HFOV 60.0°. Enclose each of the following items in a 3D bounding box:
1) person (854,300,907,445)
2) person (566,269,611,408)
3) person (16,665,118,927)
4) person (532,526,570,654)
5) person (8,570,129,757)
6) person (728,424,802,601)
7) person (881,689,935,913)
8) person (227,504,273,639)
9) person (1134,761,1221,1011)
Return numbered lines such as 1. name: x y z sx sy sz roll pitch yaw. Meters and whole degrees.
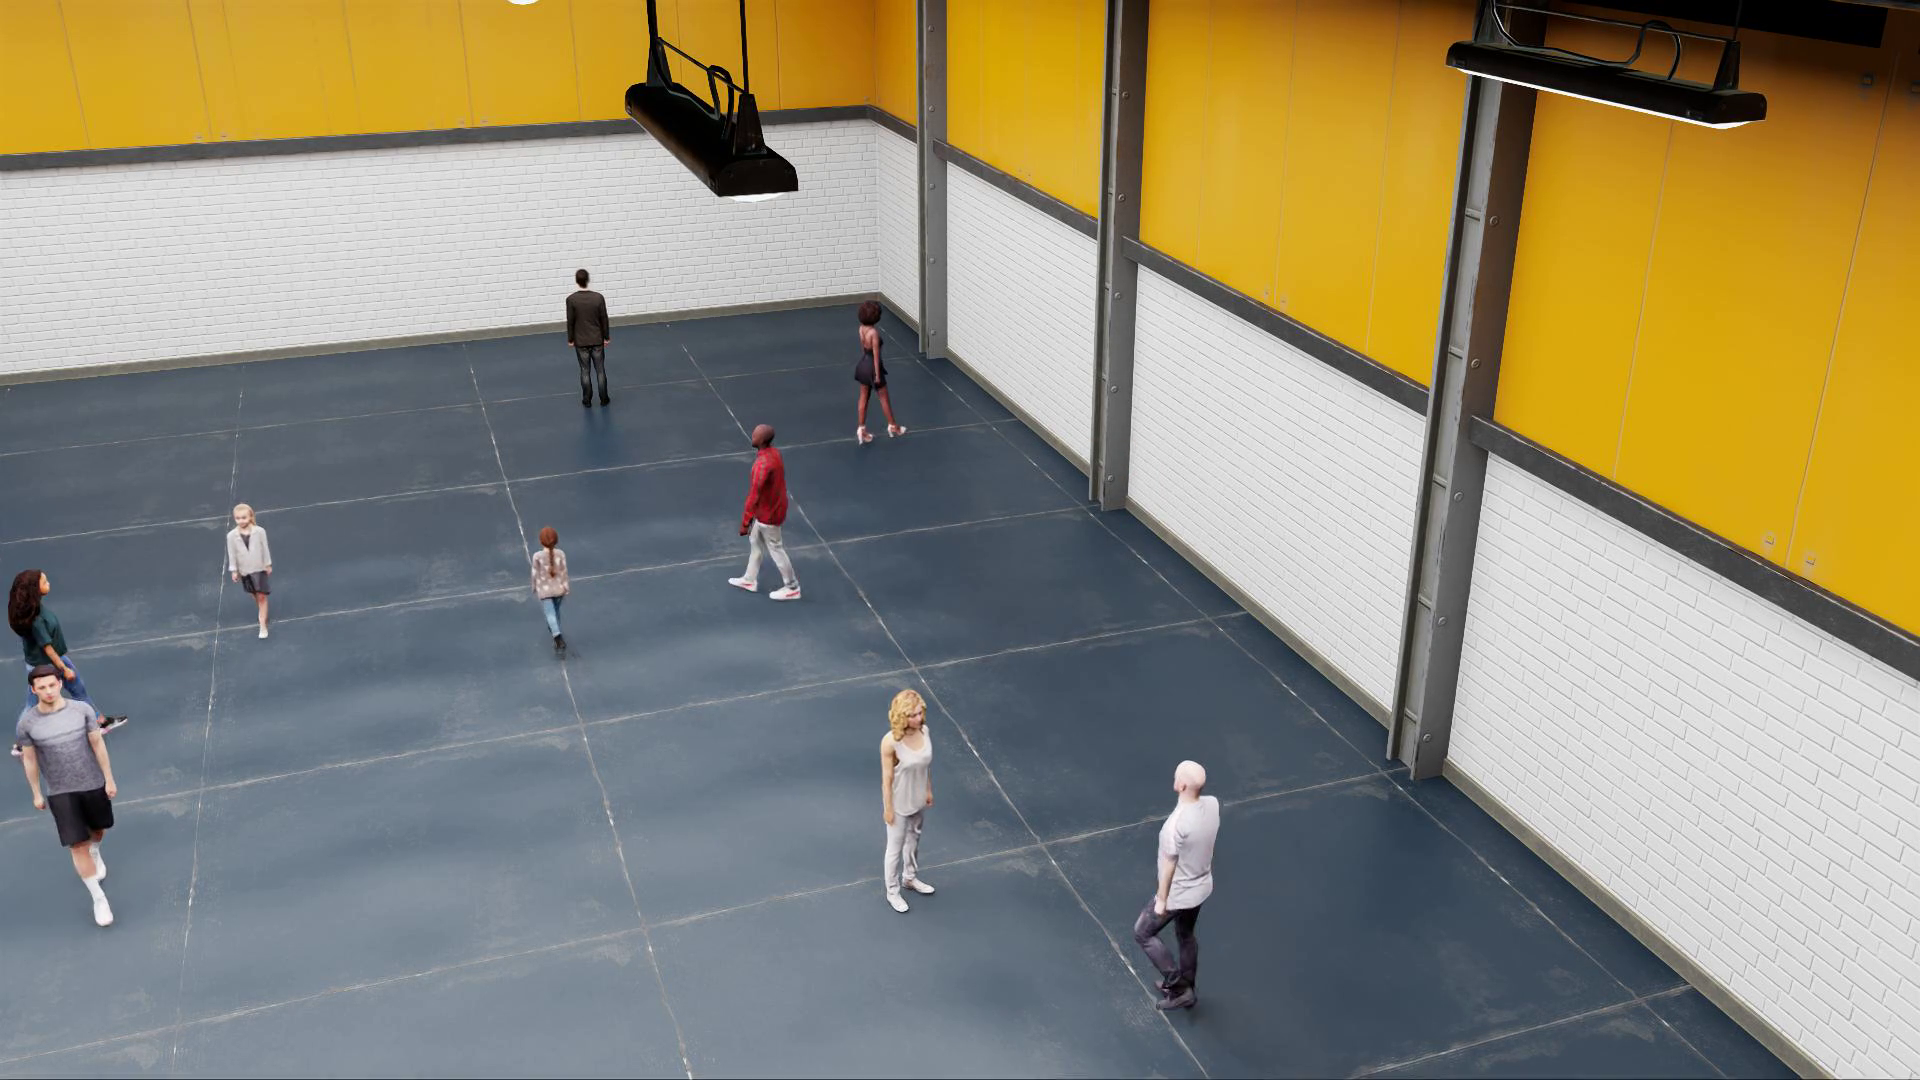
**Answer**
1. person: -1.144 -2.008 20.181 0.812 1.770 0.881 -17 29 -33
2. person: -4.806 -2.618 21.534 0.706 1.804 0.545 -6 24 -14
3. person: -6.200 1.682 11.647 0.871 1.844 1.227 -15 28 -31
4. person: -3.746 0.469 15.260 0.570 1.174 0.881 -14 27 -29
5. person: -7.489 1.041 13.457 0.754 1.569 1.071 -12 26 -25
6. person: -1.760 -0.247 16.126 1.017 1.792 1.063 2 24 6
7. person: -0.382 1.781 11.636 0.683 1.672 0.685 20 30 38
8. person: -6.667 0.247 15.681 0.582 1.243 0.912 -5 24 -12
9. person: 1.456 2.226 10.431 0.840 1.822 0.819 20 30 37
